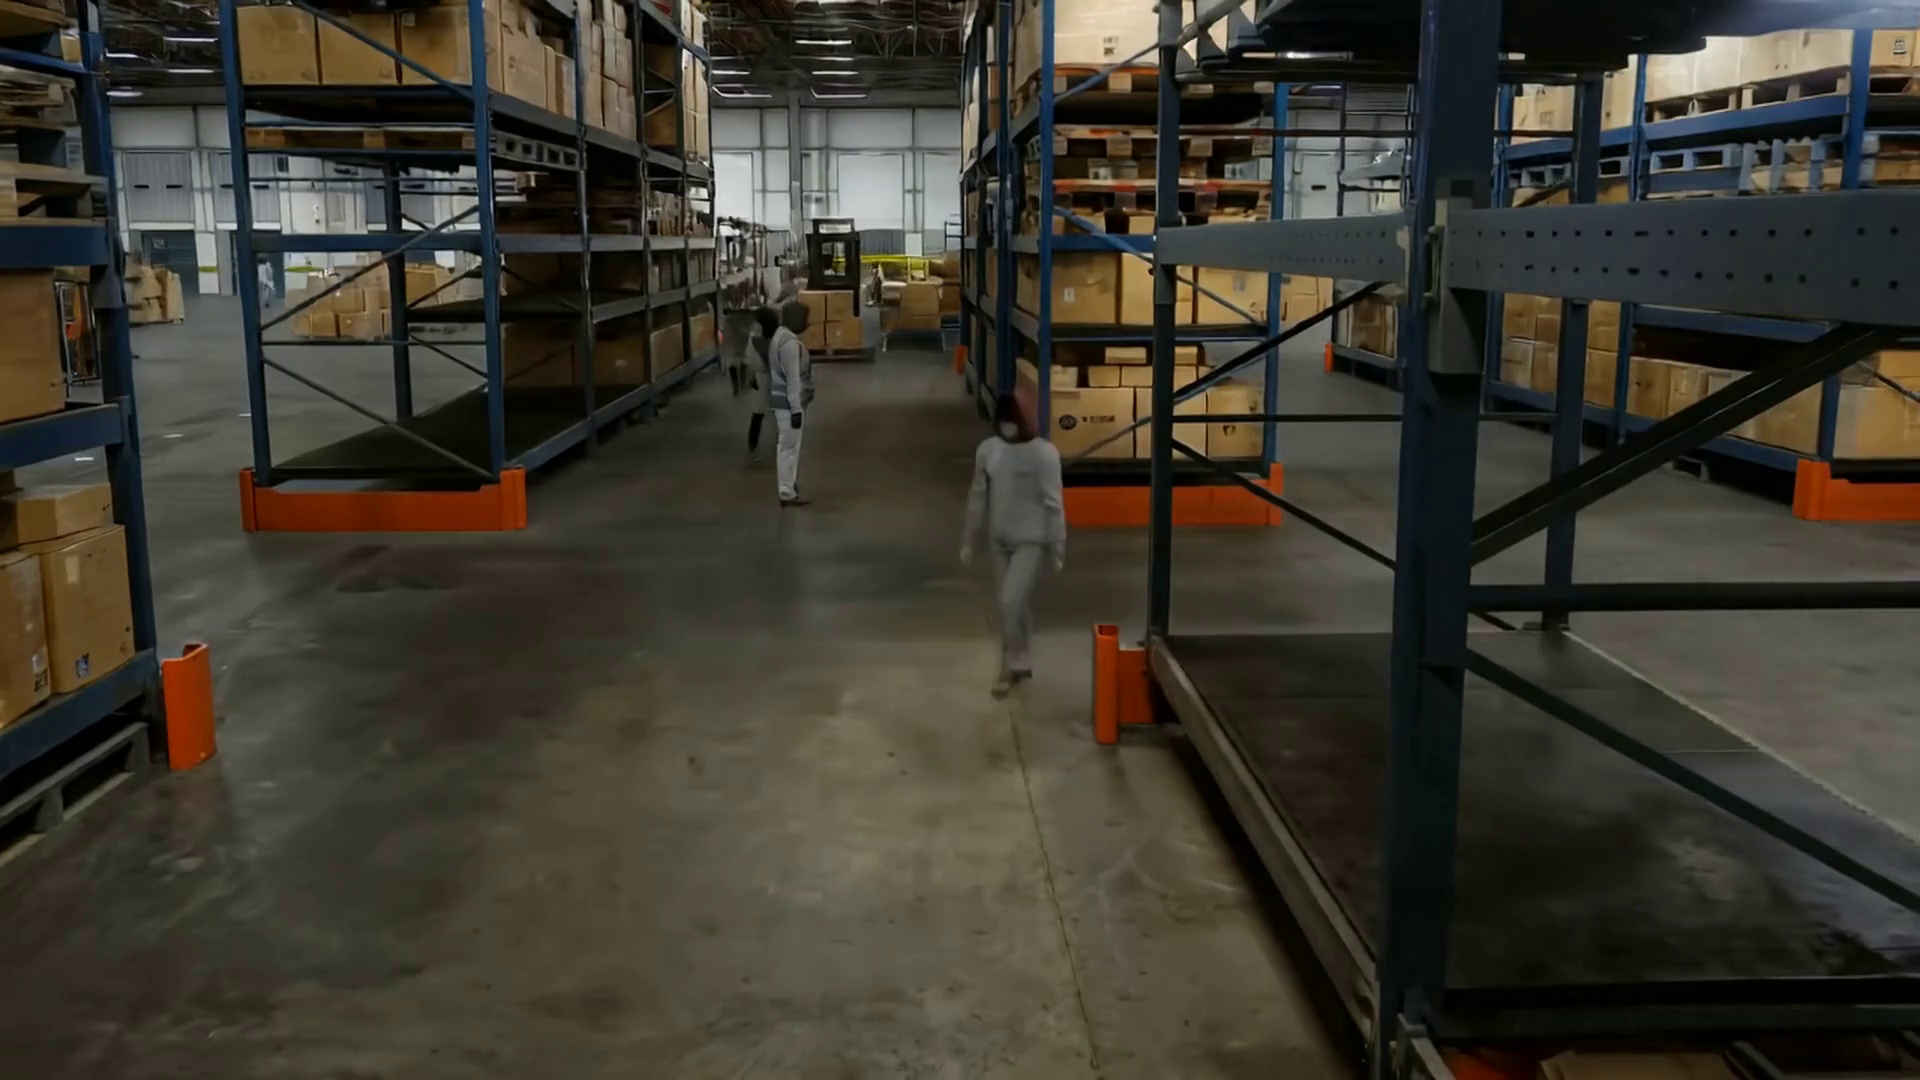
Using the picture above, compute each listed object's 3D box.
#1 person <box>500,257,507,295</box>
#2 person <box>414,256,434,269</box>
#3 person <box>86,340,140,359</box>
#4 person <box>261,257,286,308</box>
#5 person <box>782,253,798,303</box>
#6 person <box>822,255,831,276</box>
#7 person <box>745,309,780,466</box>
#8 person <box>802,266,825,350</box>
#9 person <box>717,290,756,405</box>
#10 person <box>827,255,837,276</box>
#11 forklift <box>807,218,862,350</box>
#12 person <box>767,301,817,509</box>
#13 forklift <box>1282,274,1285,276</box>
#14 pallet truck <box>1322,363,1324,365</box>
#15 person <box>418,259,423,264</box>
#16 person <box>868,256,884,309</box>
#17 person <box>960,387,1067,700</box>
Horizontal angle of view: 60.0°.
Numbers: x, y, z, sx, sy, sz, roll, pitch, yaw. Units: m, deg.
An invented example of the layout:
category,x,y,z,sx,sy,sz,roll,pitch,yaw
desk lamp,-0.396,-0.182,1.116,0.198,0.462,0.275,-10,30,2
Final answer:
category,x,y,z,sx,sy,sz,roll,pitch,yaw
person,-13.452,-7.301,48.510,0.450,1.914,0.706,3,11,17
person,-17.295,-8.225,53.729,0.674,1.896,0.636,-2,10,-12
person,-16.989,-4.527,33.148,0.939,1.888,0.597,-2,10,-13
person,-24.230,-9.052,58.532,0.896,1.802,0.662,0,10,-3
person,-6.268,-9.713,61.925,0.545,1.909,0.550,-1,10,-4
person,-3.725,-6.914,46.180,0.366,1.967,0.602,-5,11,-26
person,-1.994,-1.562,17.222,0.542,1.655,0.857,-6,12,-31
person,-3.157,-4.859,35.177,0.983,1.812,0.504,-1,10,-7
person,-3.250,-2.814,24.227,0.545,1.652,0.882,-1,10,-3
person,-4.200,-8.441,54.837,0.374,1.929,0.616,7,12,33
forklift,-2.633,-5.344,34.890,1.129,2.768,1.873,0,10,-2
person,-1.476,-1.183,14.652,0.430,1.833,0.634,-2,10,-13
forklift,12.240,-10.302,62.509,1.129,2.768,1.873,0,10,-2
pallet truck,7.712,-4.157,30.737,1.885,1.965,0.823,3,11,16
person,-20.288,-9.759,62.787,0.317,1.695,0.540,0,10,2
person,-2.882,-8.939,57.852,0.458,1.829,0.502,2,10,11
person,0.251,0.019,8.533,0.575,1.605,0.591,8,13,39
